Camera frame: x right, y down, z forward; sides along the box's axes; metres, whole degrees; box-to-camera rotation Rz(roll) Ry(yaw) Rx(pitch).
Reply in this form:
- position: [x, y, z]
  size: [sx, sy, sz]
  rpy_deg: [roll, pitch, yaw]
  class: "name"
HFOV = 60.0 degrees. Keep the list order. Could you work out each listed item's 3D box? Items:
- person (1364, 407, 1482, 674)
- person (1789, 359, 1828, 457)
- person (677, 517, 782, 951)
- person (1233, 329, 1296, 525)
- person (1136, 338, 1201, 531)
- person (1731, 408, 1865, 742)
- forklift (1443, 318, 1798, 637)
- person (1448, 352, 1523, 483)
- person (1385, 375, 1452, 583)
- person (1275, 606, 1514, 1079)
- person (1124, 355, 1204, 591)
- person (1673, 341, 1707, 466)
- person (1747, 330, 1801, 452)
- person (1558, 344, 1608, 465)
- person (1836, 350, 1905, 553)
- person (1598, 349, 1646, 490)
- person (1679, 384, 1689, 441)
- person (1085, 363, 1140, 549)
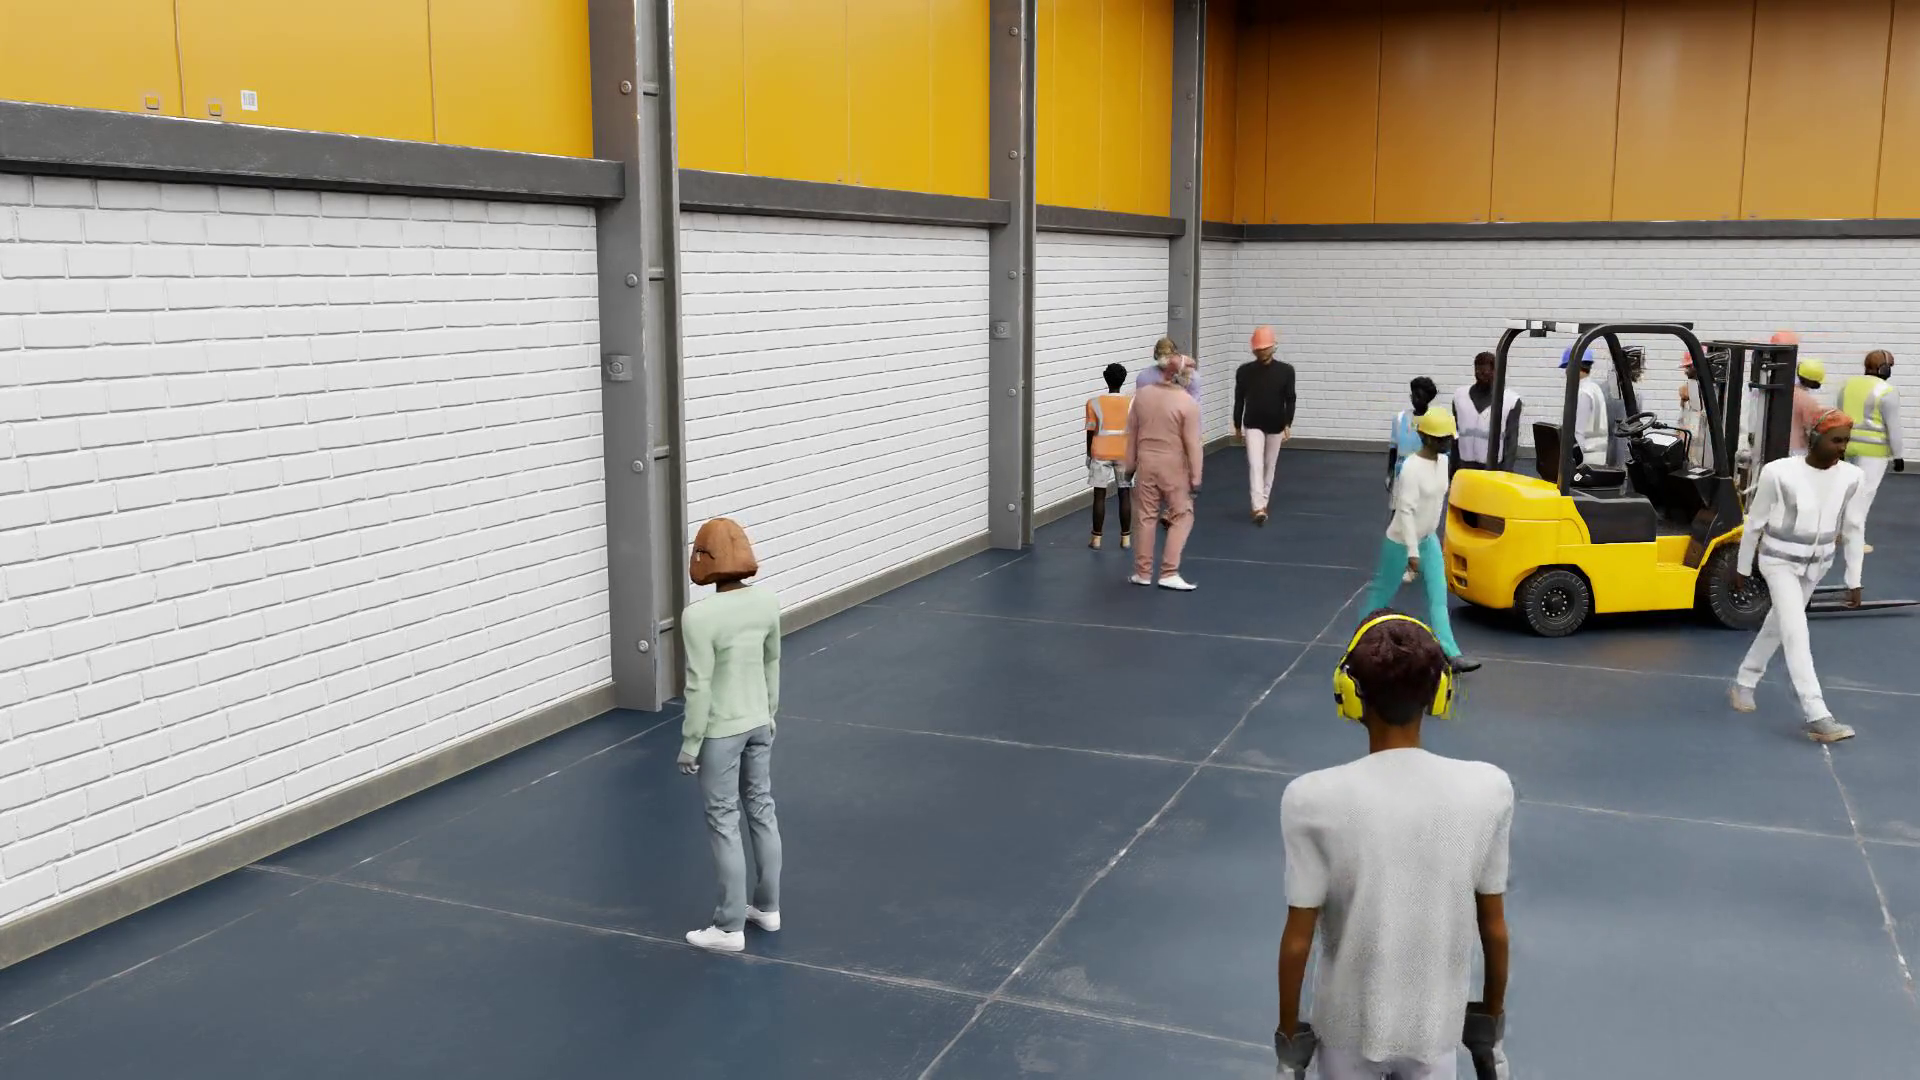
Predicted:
- position: [2.895, 0.003, 10.445]
  size: [0.525, 1.686, 0.934]
  rpy_deg: [-7, 12, -37]
  class: "person"
- position: [7.756, -0.832, 15.491]
  size: [0.310, 1.722, 0.619]
  rpy_deg: [-1, 9, -7]
  class: "person"
- position: [-0.868, 0.726, 6.274]
  size: [0.268, 1.632, 0.508]
  rpy_deg: [6, 11, 33]
  class: "person"
- position: [3.029, -1.122, 16.536]
  size: [0.603, 1.929, 1.015]
  rpy_deg: [1, 9, 6]
  class: "person"
- position: [2.013, -1.035, 16.261]
  size: [0.639, 1.860, 1.072]
  rpy_deg: [4, 10, 21]
  class: "person"
- position: [4.650, 0.156, 9.239]
  size: [0.582, 1.808, 1.068]
  rpy_deg: [-1, 9, -7]
  class: "person"
- position: [4.706, -0.497, 11.990]
  size: [2.313, 2.155, 1.214]
  rpy_deg: [-2, 10, -10]
  class: "forklift"
- position: [4.283, -0.616, 13.725]
  size: [0.608, 1.855, 1.032]
  rpy_deg: [7, 12, 35]
  class: "person"
- position: [3.763, -0.508, 13.578]
  size: [0.590, 1.683, 0.545]
  rpy_deg: [-9, 13, -42]
  class: "person"
- position: [0.924, 1.069, 3.528]
  size: [0.530, 1.855, 0.610]
  rpy_deg: [0, 9, -1]
  class: "person"
- position: [1.629, -0.533, 13.211]
  size: [0.743, 1.871, 0.400]
  rpy_deg: [9, 13, 43]
  class: "person"
- position: [5.937, -0.575, 13.128]
  size: [1.085, 1.996, 0.601]
  rpy_deg: [0, 9, -1]
  class: "person"
- position: [8.245, -1.159, 16.825]
  size: [0.555, 1.922, 0.467]
  rpy_deg: [2, 10, 13]
  class: "person"
- position: [5.100, -0.644, 13.710]
  size: [0.441, 1.930, 0.643]
  rpy_deg: [5, 10, 26]
  class: "person"
- position: [8.158, -0.782, 14.859]
  size: [0.569, 1.823, 0.634]
  rpy_deg: [-2, 10, -10]
  class: "person"
- position: [5.510, -0.693, 14.178]
  size: [1.046, 1.876, 0.736]
  rpy_deg: [-2, 10, -14]
  class: "person"
- position: [5.858, -0.439, 13.321]
  size: [0.312, 1.638, 0.512]
  rpy_deg: [2, 10, 10]
  class: "person"
- position: [1.392, -0.755, 15.084]
  size: [0.531, 1.690, 0.319]
  rpy_deg: [0, 9, -1]
  class: "person"
